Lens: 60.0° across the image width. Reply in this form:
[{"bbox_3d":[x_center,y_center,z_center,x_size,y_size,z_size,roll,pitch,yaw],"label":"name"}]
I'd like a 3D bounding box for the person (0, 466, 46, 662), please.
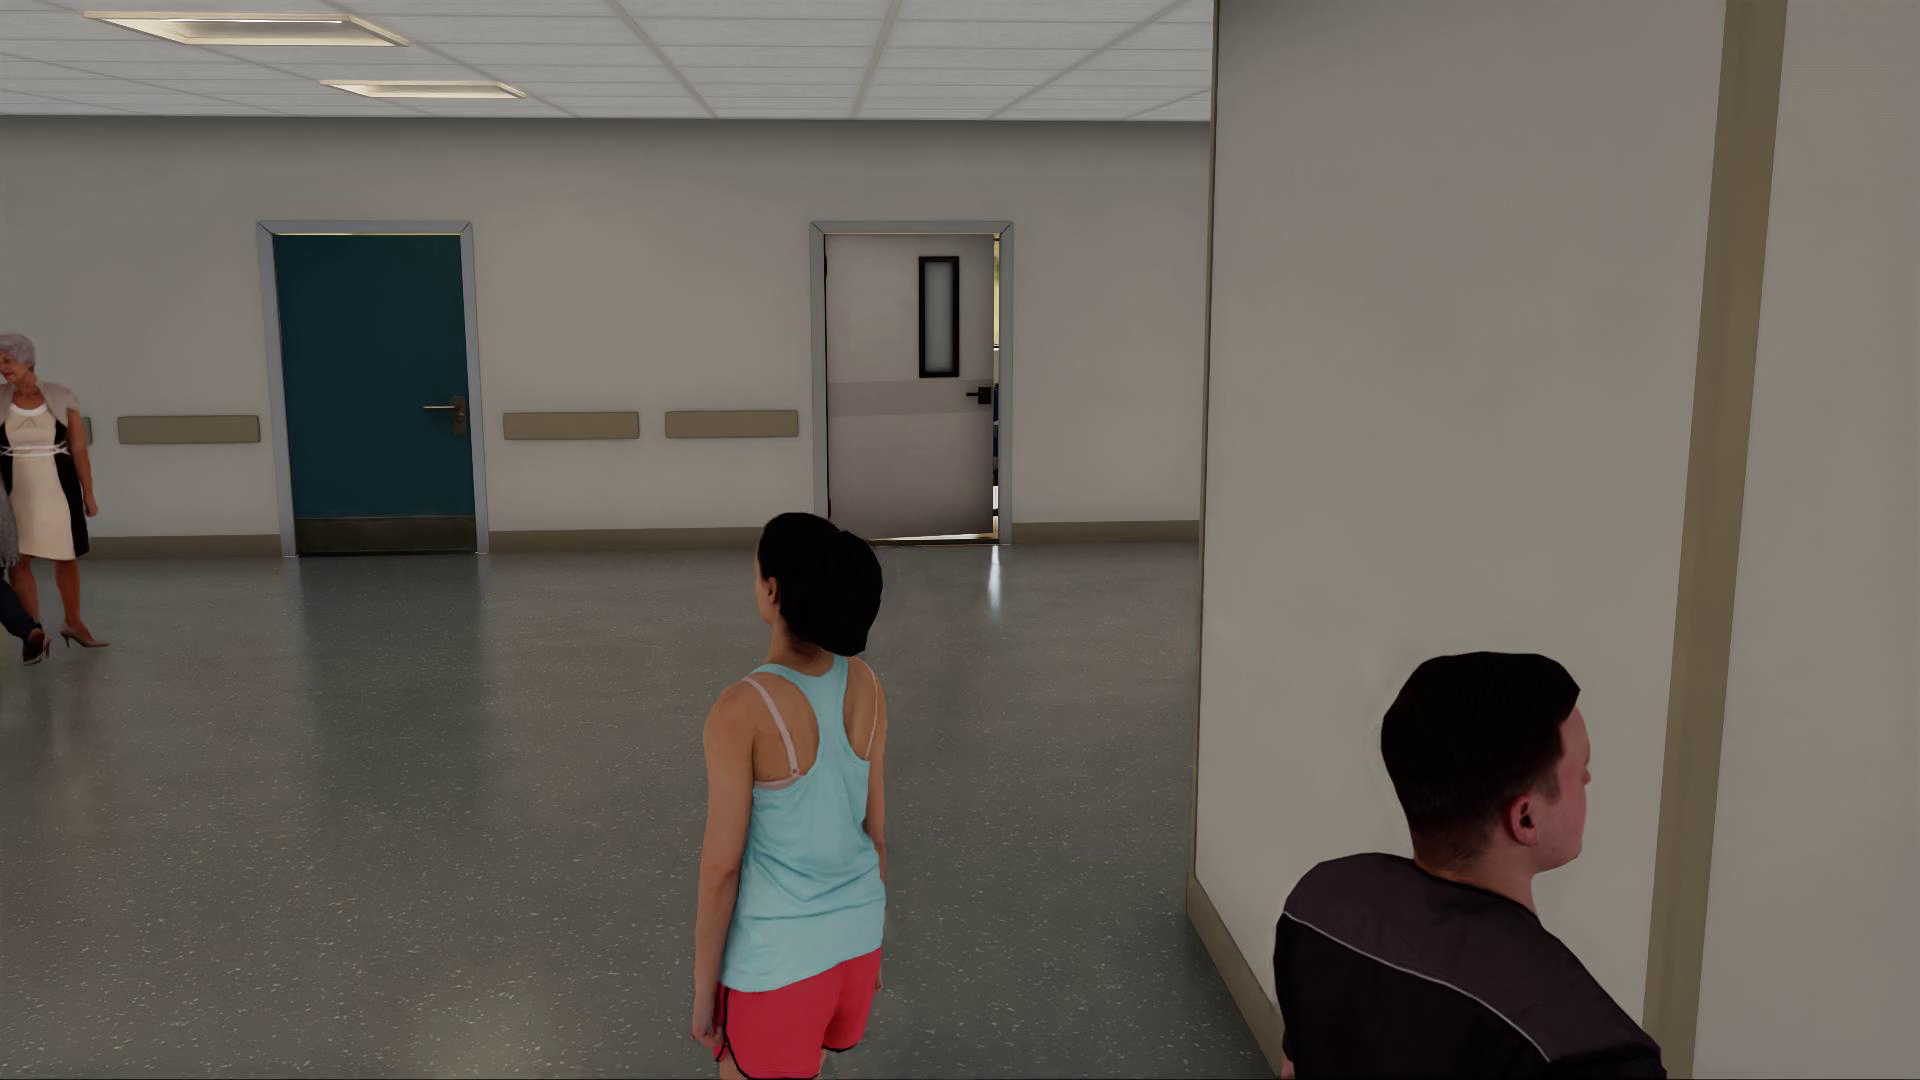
[{"bbox_3d":[-4.933,-0.070,8.356,0.903,1.581,0.833,4,12,21],"label":"person"}]

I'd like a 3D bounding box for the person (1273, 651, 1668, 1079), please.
[{"bbox_3d":[0.557,1.018,1.917,0.730,1.845,0.803,-5,12,-25],"label":"person"}]

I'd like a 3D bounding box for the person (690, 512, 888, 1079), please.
[{"bbox_3d":[-0.258,0.838,3.135,1.025,1.744,1.042,-10,15,-43],"label":"person"}]

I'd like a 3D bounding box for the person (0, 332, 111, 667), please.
[{"bbox_3d":[-4.841,-0.218,8.753,0.804,1.724,0.912,-8,14,-38],"label":"person"}]
